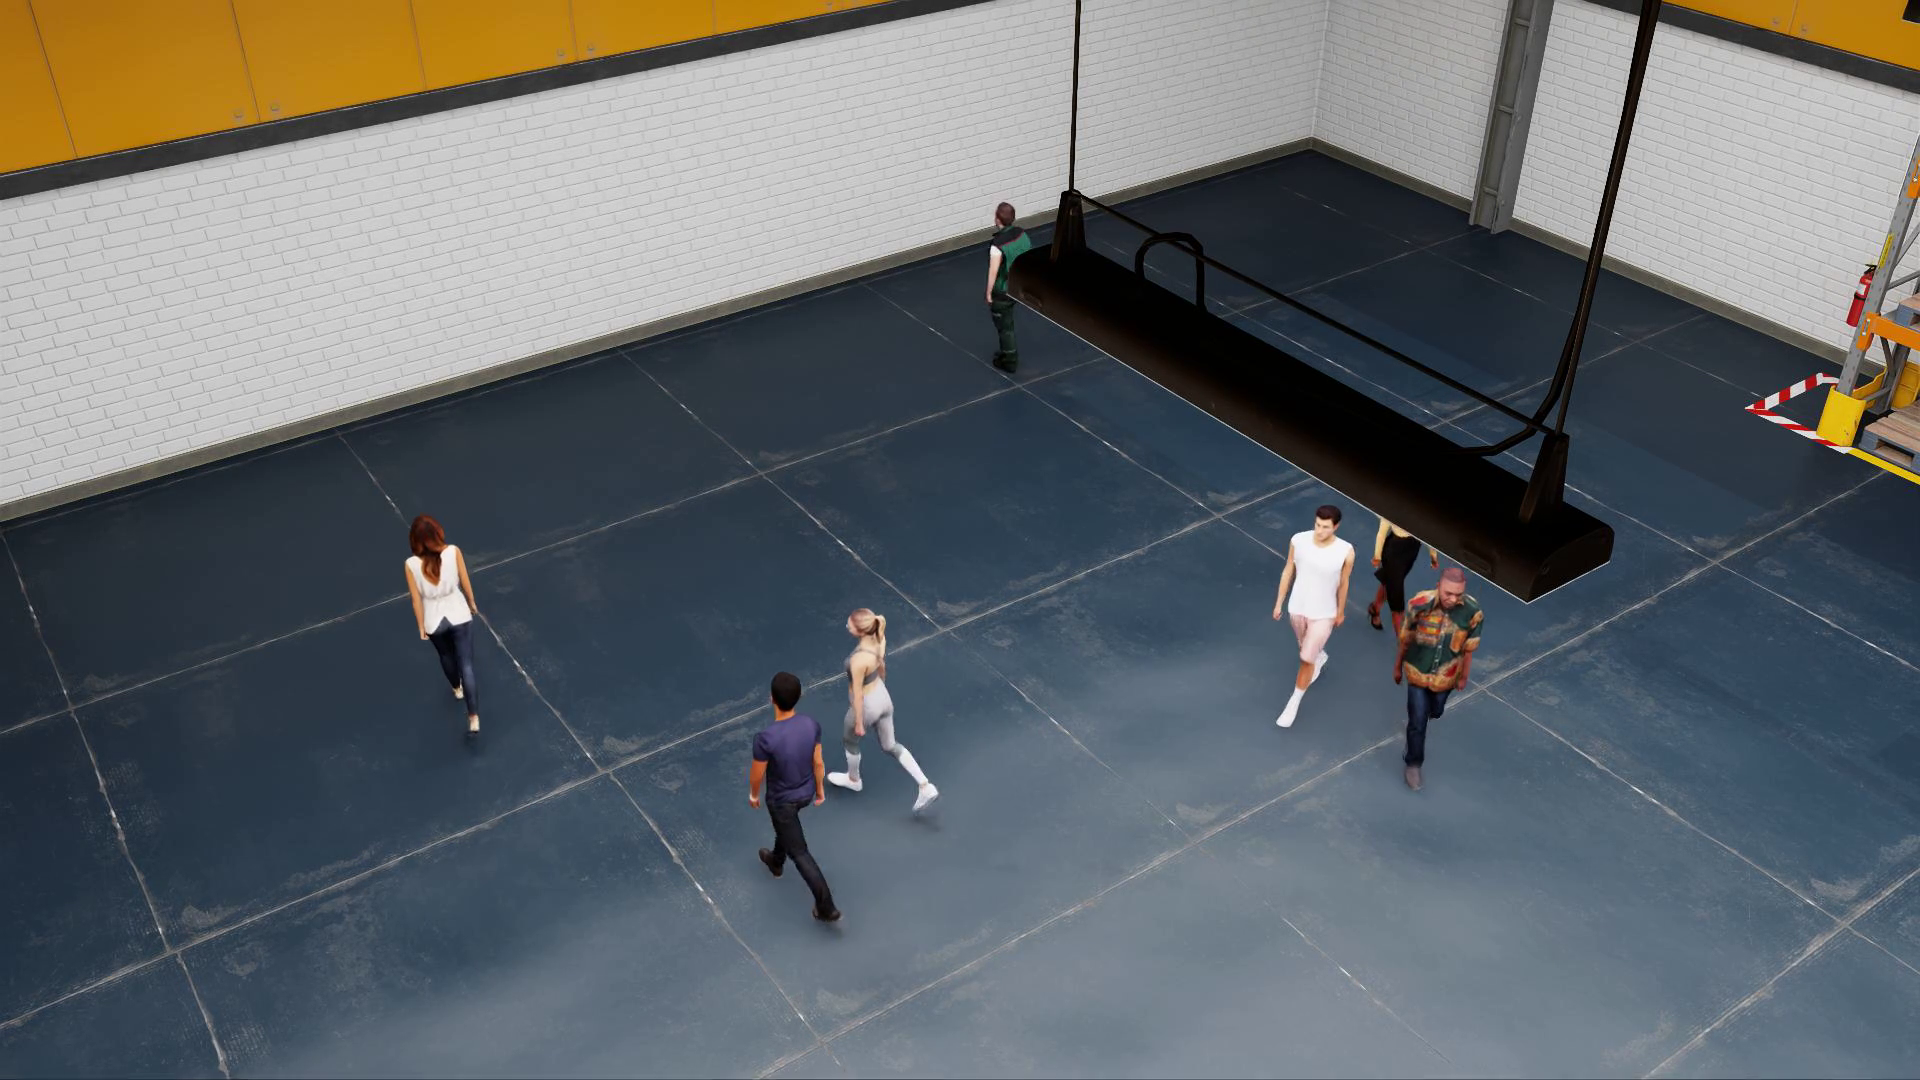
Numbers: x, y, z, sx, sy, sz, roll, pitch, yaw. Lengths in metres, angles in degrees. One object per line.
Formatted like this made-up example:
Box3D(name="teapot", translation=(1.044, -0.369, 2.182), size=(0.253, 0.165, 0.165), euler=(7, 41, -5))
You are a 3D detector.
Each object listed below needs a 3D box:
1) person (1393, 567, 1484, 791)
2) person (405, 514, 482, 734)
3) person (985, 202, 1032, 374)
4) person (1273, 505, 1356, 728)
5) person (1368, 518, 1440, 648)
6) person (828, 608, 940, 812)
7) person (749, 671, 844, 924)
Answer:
Box3D(name="person", translation=(3.314, 0.857, 11.697), size=(1.094, 1.779, 1.144), euler=(6, 34, 8))
Box3D(name="person", translation=(-3.696, 0.631, 12.060), size=(0.777, 1.753, 1.150), euler=(-12, 35, -17))
Box3D(name="person", translation=(0.519, -2.509, 16.713), size=(0.752, 1.831, 0.750), euler=(25, 41, 32))
Box3D(name="person", translation=(2.648, 0.456, 12.324), size=(1.172, 1.752, 0.984), euler=(21, 39, 28))
Box3D(name="person", translation=(3.396, 0.080, 13.003), size=(0.706, 1.627, 0.978), euler=(-14, 36, -20))
Box3D(name="person", translation=(-0.531, 1.179, 11.312), size=(1.193, 1.669, 0.907), euler=(18, 38, 25))
Box3D(name="person", translation=(-1.026, 1.677, 10.495), size=(0.737, 1.743, 1.156), euler=(-28, 42, -35))
